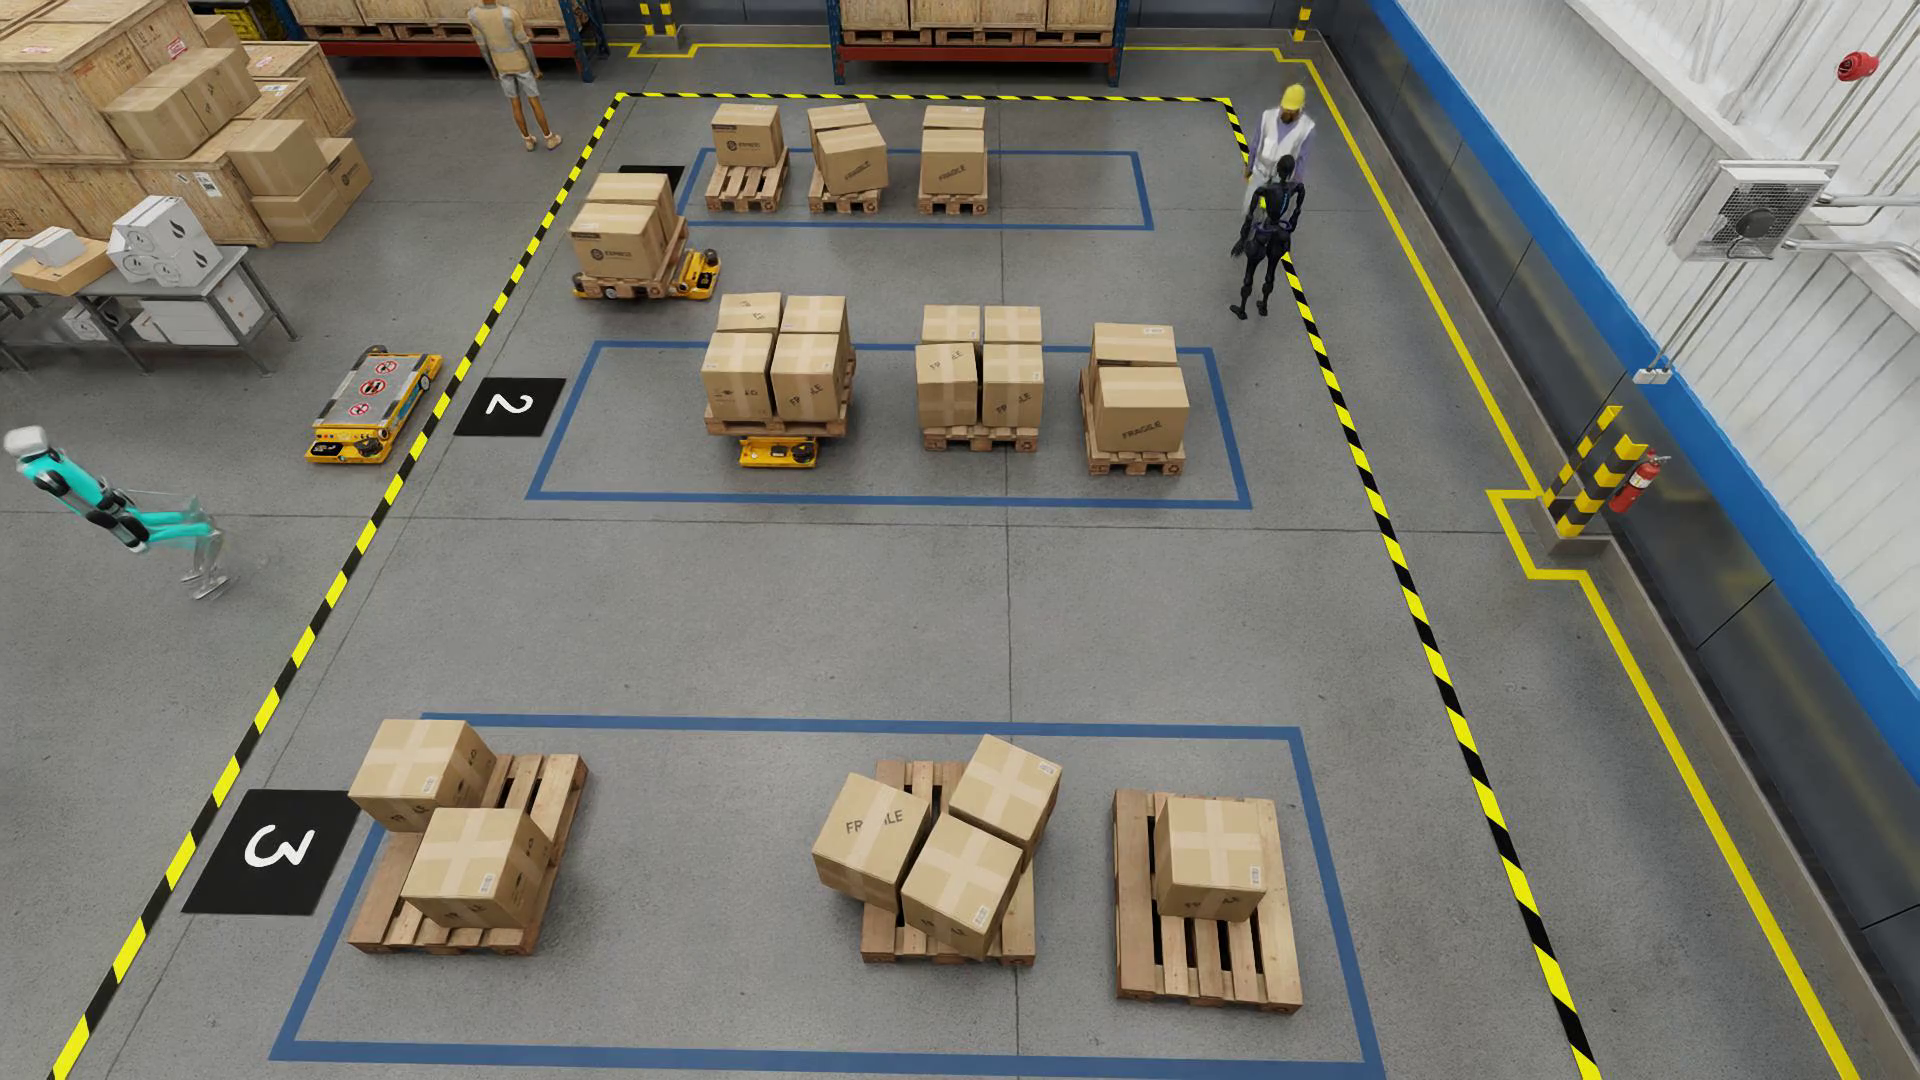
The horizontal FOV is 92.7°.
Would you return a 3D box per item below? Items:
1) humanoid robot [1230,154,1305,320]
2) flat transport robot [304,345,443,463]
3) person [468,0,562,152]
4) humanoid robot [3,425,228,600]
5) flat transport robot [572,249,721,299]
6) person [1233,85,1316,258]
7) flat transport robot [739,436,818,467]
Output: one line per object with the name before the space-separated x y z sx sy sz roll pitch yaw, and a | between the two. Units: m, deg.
humanoid robot | 2.978 -2.928 8.913 0.599 1.655 0.315 -7 50 -6
flat transport robot | -5.383 -1.269 8.441 0.659 0.231 1.431 1 50 1
person | -5.390 -5.727 11.050 0.607 2.048 0.365 -3 50 -2
humanoid robot | -5.794 -0.247 6.526 0.735 1.677 0.533 -36 58 -26
flat transport robot | -3.328 -2.849 9.759 1.431 0.197 0.652 1 50 1
person | 3.238 -3.772 9.542 0.618 1.815 0.616 21 53 17
flat transport robot | -1.582 -1.235 8.394 0.652 0.197 1.431 1 50 1
